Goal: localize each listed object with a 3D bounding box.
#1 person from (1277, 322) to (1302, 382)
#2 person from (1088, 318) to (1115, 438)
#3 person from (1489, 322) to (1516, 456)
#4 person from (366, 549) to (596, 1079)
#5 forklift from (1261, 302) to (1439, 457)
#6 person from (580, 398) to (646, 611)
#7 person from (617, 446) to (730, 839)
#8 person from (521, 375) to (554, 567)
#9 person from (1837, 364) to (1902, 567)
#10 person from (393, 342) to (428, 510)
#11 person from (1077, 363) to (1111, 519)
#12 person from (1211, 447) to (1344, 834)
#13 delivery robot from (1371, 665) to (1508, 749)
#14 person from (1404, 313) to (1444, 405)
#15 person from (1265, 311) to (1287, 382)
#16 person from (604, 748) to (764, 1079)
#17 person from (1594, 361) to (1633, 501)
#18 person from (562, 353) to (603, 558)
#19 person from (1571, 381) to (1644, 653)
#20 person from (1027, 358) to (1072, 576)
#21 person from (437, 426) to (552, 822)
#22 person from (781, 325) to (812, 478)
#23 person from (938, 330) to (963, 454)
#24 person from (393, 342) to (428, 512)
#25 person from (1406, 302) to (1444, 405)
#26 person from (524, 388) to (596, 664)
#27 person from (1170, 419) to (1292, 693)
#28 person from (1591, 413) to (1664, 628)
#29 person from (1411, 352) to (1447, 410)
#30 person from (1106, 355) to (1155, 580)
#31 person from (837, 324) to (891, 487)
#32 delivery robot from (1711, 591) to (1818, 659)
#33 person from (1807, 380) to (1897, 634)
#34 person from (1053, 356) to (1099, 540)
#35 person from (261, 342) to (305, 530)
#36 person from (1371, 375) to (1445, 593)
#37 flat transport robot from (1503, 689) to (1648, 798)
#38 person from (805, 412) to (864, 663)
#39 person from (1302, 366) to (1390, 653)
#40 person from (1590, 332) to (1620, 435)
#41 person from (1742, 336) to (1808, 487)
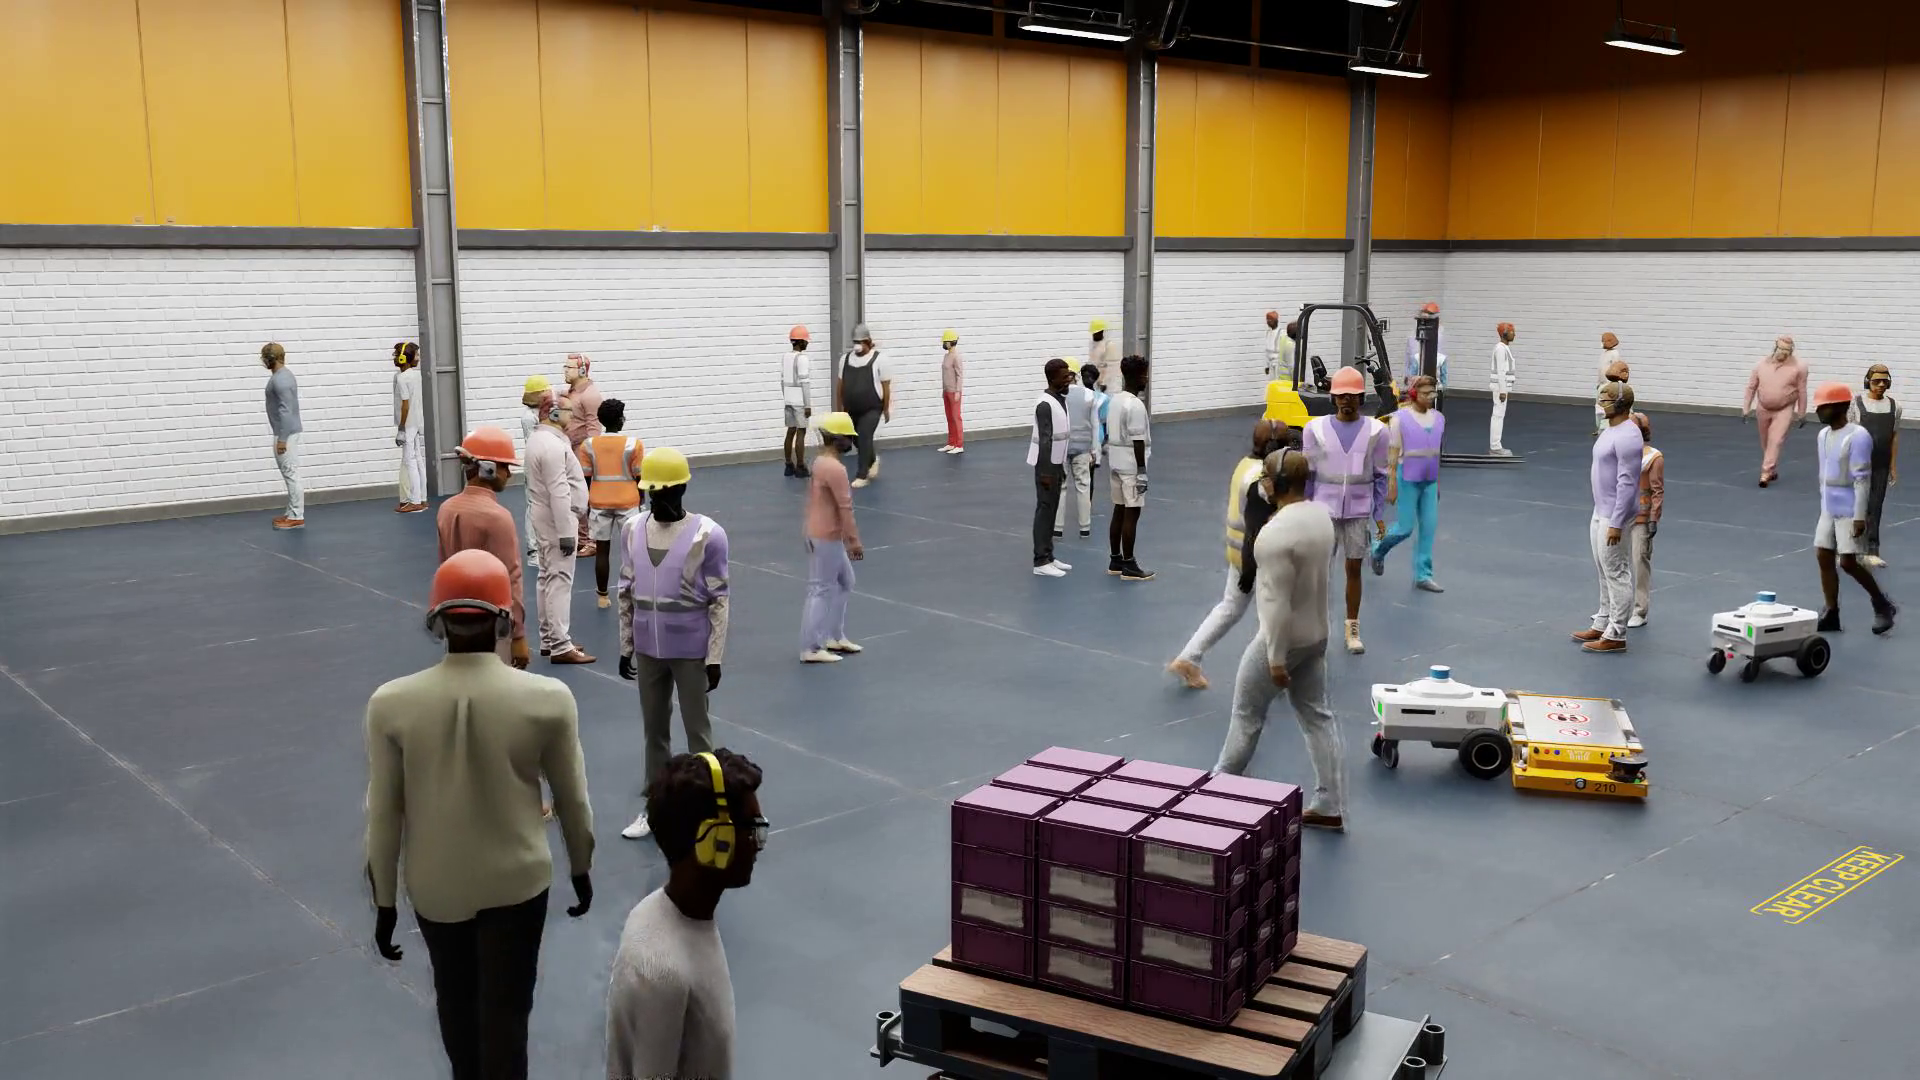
[{"bbox_3d":[5.117,-2.455,25.693,0.432,1.819,0.663,0,10,1],"label":"person"},{"bbox_3d":[2.075,-2.463,25.521,0.949,1.858,0.661,-7,12,-37],"label":"person"},{"bbox_3d":[7.660,-2.123,23.479,0.356,1.883,0.574,3,10,17],"label":"person"},{"bbox_3d":[-1.420,0.990,5.048,0.636,1.944,0.990,-1,10,-6],"label":"person"},{"bbox_3d":[5.320,-2.157,22.763,2.313,2.155,1.214,3,10,16],"label":"forklift"},{"bbox_3d":[-2.739,-0.276,13.198,0.534,1.698,0.322,1,10,4],"label":"person"},{"bbox_3d":[-1.385,0.503,7.977,0.587,1.926,0.366,4,10,20],"label":"person"},{"bbox_3d":[-3.817,-0.633,15.153,0.285,1.746,0.487,0,10,3],"label":"person"},{"bbox_3d":[8.237,-0.668,15.068,0.508,1.846,0.345,1,10,3],"label":"person"},{"bbox_3d":[-6.120,-1.261,18.482,0.309,1.864,0.535,-2,10,-13],"label":"person"},{"bbox_3d":[1.381,-1.095,18.070,0.533,1.669,0.800,5,11,28],"label":"person"},{"bbox_3d":[1.533,0.481,8.208,0.879,1.897,0.639,8,13,40],"label":"person"},{"bbox_3d":[2.634,0.937,9.172,0.707,0.478,0.477,2,10,9],"label":"delivery robot"},{"bbox_3d":[7.591,-2.769,27.269,0.673,1.920,0.487,8,12,39],"label":"person"},{"bbox_3d":[5.489,-3.054,28.958,0.399,1.871,0.598,-3,10,-18],"label":"person"},{"bbox_3d":[-0.513,1.337,3.327,0.569,1.841,0.551,-1,10,-6],"label":"person"},{"bbox_3d":[7.456,-1.226,18.957,0.281,1.632,0.499,-4,11,-24],"label":"person"},{"bbox_3d":[-3.584,-0.797,15.633,0.408,1.913,0.642,-7,12,-34],"label":"person"},{"bbox_3d":[4.635,-0.162,11.836,0.373,1.940,0.629,2,10,9],"label":"person"},{"bbox_3d":[0.802,-0.651,14.756,0.396,1.919,0.590,3,10,15],"label":"person"},{"bbox_3d":[-2.318,0.432,8.220,0.610,1.985,0.393,9,13,42],"label":"person"},{"bbox_3d":[-2.054,-1.764,21.212,0.379,1.937,0.548,-7,12,-37],"label":"person"},{"bbox_3d":[-0.138,-2.115,23.771,0.318,1.767,0.534,-4,11,-23],"label":"person"},{"bbox_3d":[-6.084,-1.238,18.319,0.328,1.877,0.512,0,10,1],"label":"person"},{"bbox_3d":[8.303,-3.237,29.659,1.030,2.006,0.615,-9,13,-43],"label":"person"},{"bbox_3d":[-2.778,-0.096,11.543,0.411,1.908,0.643,-5,11,-25],"label":"person"},{"bbox_3d":[1.845,0.113,10.657,0.963,1.801,0.628,0,10,-3],"label":"person"},{"bbox_3d":[5.105,-0.155,12.672,0.310,1.636,0.523,-5,11,-28],"label":"person"},{"bbox_3d":[7.038,-2.256,25.011,0.519,1.628,0.366,2,10,12],"label":"person"},{"bbox_3d":[1.488,-0.636,14.522,0.361,1.964,0.614,-3,10,-17],"label":"person"},{"bbox_3d":[-1.174,-1.710,20.596,0.696,2.000,0.912,4,11,24],"label":"person"},{"bbox_3d":[5.418,0.591,11.197,0.707,0.478,0.477,-5,11,-25],"label":"delivery robot"},{"bbox_3d":[6.624,-0.236,12.382,0.690,1.907,0.574,-1,10,-5],"label":"person"},{"bbox_3d":[1.086,-0.906,16.522,0.586,1.824,0.404,-1,10,-4],"label":"person"},{"bbox_3d":[-6.989,-1.074,17.187,0.374,1.934,0.629,-4,10,-20],"label":"person"},{"bbox_3d":[3.833,-0.493,14.106,0.576,1.823,0.704,-5,11,-27],"label":"person"},{"bbox_3d":[3.402,1.107,9.280,0.652,0.197,1.431,3,10,15],"label":"flat transport robot"},{"bbox_3d":[-0.841,-0.014,11.539,0.602,1.745,0.546,-3,10,-17],"label":"person"},{"bbox_3d":[2.718,-0.207,11.786,0.609,2.044,0.393,2,10,10],"label":"person"},{"bbox_3d":[10.087,-2.420,25.941,0.278,1.633,0.498,-1,10,-6],"label":"person"},{"bbox_3d":[10.018,-1.585,20.470,0.658,1.838,1.038,9,13,44],"label":"person"}]
